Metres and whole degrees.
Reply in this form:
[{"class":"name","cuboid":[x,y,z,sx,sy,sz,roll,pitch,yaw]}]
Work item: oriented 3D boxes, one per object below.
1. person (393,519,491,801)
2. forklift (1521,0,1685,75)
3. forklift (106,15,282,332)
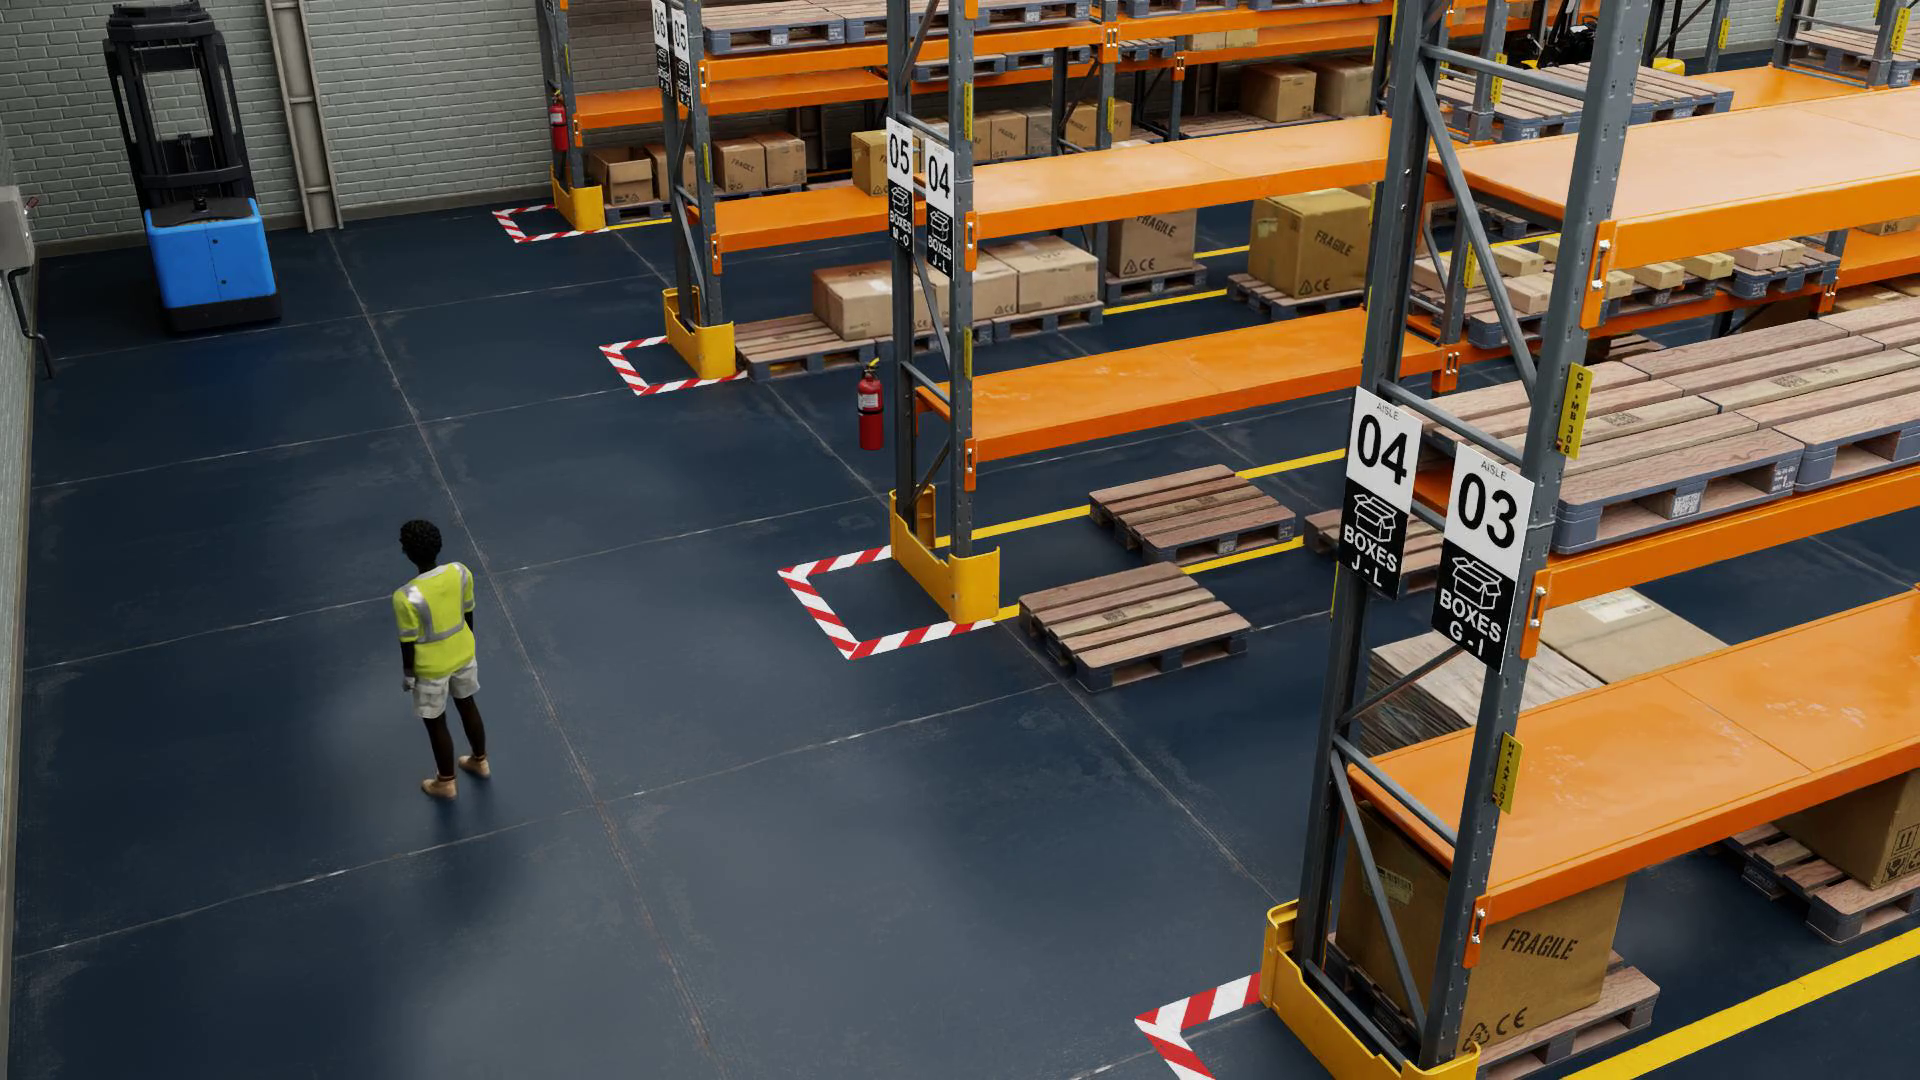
[{"class":"person","cuboid":[-2.893,0.664,9.291,0.319,1.687,0.537,15,31,26]},{"class":"forklift","cuboid":[8.950,-6.807,23.056,1.214,2.155,2.313,-12,30,-22]},{"class":"forklift","cuboid":[-7.548,-3.672,16.323,1.129,2.768,1.873,-12,30,-22]}]
